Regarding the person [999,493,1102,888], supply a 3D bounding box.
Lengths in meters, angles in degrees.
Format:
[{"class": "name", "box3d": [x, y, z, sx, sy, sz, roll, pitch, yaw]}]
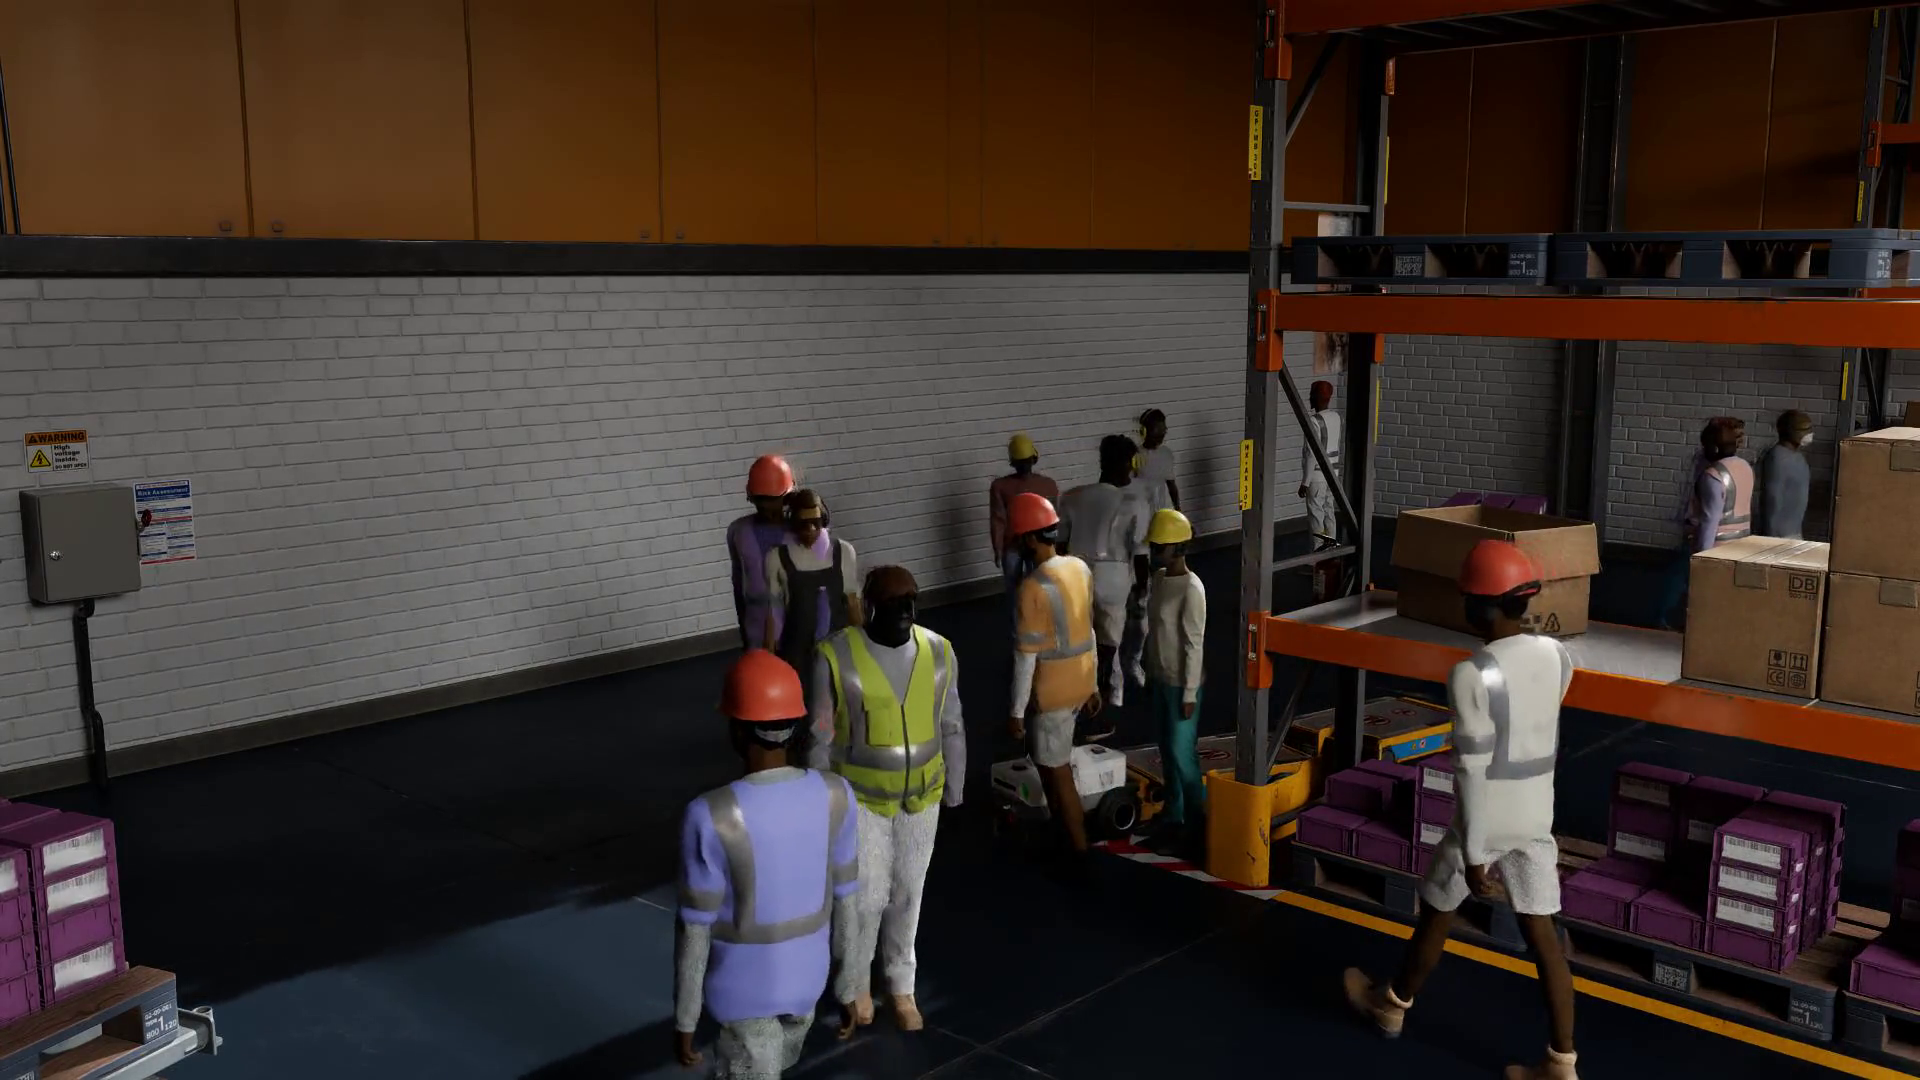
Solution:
[{"class": "person", "box3d": [0.407, 0.722, 7.929, 0.630, 1.897, 0.594, 6, 11, 31]}]

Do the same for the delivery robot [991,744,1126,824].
[{"class": "delivery robot", "box3d": [0.511, 1.234, 8.601, 0.707, 0.478, 0.477, -6, 11, -34]}]

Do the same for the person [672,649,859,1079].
[{"class": "person", "box3d": [-0.518, 1.253, 4.678, 0.553, 1.901, 0.949, -7, 12, -38]}]

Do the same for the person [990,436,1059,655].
[{"class": "person", "box3d": [0.483, 0.087, 12.362, 0.530, 1.716, 0.914, 0, 9, -1]}]

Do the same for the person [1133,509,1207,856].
[{"class": "person", "box3d": [1.063, 0.713, 8.414, 0.343, 1.759, 0.533, -2, 10, -14]}]

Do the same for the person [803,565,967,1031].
[{"class": "person", "box3d": [-0.272, 0.998, 6.428, 0.651, 1.832, 0.448, -4, 10, -25]}]

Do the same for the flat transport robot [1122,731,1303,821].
[{"class": "flat transport robot", "box3d": [1.341, 1.305, 9.323, 1.431, 0.197, 0.652, -4, 10, -24]}]

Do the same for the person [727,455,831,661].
[{"class": "person", "box3d": [-0.961, 0.504, 9.076, 0.625, 1.982, 1.090, 2, 9, 12]}]

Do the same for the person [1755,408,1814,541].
[{"class": "person", "box3d": [6.131, -0.044, 12.567, 0.738, 1.919, 0.633, 8, 12, 40]}]

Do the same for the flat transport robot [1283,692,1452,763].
[{"class": "flat transport robot", "box3d": [2.560, 1.174, 10.128, 1.431, 0.197, 0.652, -7, 11, -35]}]

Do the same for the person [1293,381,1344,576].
[{"class": "person", "box3d": [3.459, -0.593, 16.036, 0.355, 1.882, 0.576, 8, 12, 40]}]

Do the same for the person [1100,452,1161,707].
[{"class": "person", "box3d": [1.115, 0.197, 11.350, 0.547, 1.837, 0.613, 0, 9, 1]}]

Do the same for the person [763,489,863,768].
[{"class": "person", "box3d": [-0.811, 0.591, 9.037, 0.534, 1.809, 0.952, -4, 10, -22]}]

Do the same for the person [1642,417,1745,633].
[{"class": "person", "box3d": [6.014, -0.098, 13.319, 1.007, 1.788, 0.592, 3, 10, 17]}]

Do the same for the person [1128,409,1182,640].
[{"class": "person", "box3d": [1.553, -0.120, 13.276, 0.519, 1.844, 0.646, -8, 12, -41]}]

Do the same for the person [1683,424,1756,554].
[{"class": "person", "box3d": [5.485, 0.074, 12.095, 0.623, 1.837, 0.430, -8, 12, -41]}]

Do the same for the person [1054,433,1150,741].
[{"class": "person", "box3d": [0.878, 0.304, 10.374, 0.633, 1.937, 0.481, 6, 11, 34]}]

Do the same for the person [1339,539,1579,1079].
[{"class": "person", "box3d": [1.892, 0.981, 6.047, 0.617, 1.984, 1.050, -5, 11, -29]}]
